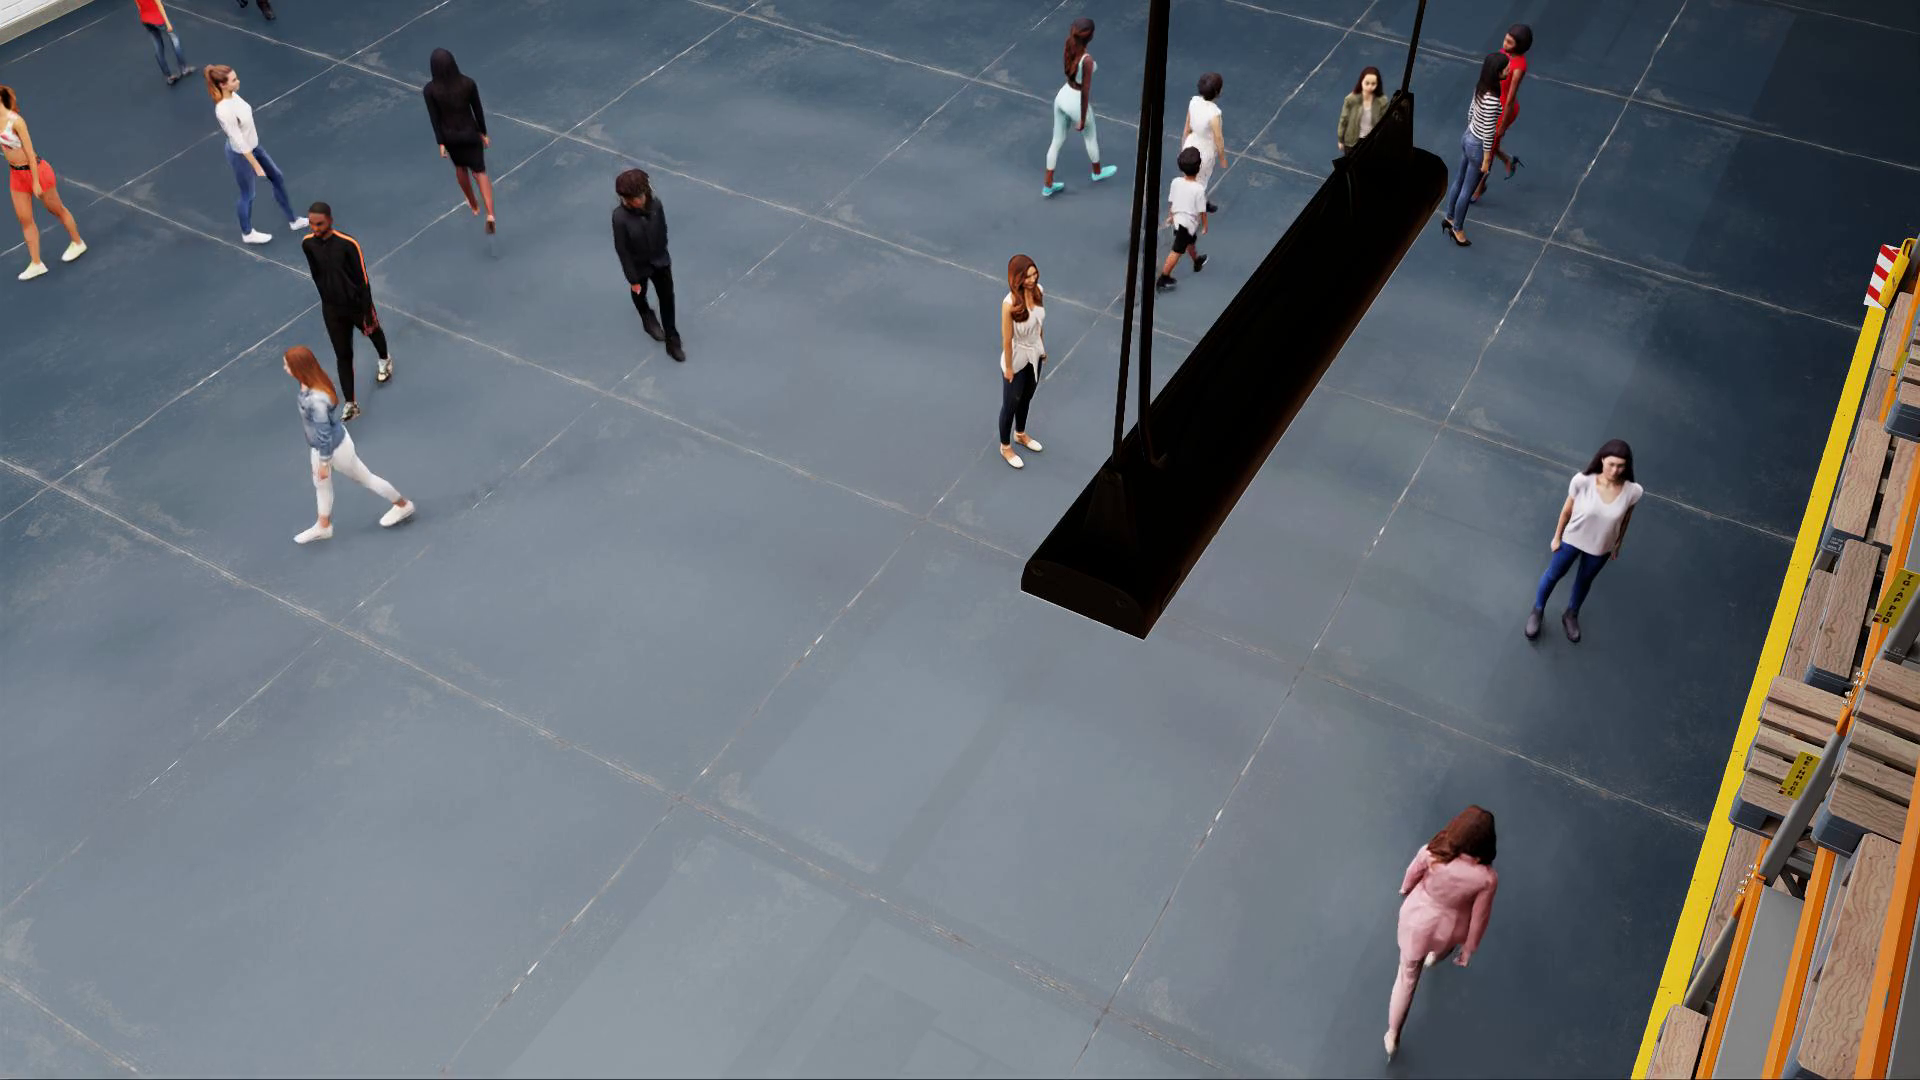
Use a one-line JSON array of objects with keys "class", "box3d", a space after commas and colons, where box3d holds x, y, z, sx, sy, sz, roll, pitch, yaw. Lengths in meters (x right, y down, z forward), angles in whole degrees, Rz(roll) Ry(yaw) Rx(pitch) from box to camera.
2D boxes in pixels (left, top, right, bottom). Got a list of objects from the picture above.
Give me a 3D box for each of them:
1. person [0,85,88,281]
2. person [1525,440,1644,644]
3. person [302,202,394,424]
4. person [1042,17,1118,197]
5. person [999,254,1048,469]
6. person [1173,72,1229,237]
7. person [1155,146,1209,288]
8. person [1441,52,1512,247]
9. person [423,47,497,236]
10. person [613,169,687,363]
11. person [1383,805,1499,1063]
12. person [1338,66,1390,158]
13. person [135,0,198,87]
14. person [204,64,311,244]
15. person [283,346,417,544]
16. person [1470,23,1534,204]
[{"class": "person", "box3d": [-7.904, -3.169, 14.268, 0.689, 1.769, 0.958, 15, 46, 16]}, {"class": "person", "box3d": [4.134, 0.010, 10.993, 0.661, 1.684, 0.633, 8, 44, 8]}, {"class": "person", "box3d": [-4.704, -1.874, 12.917, 1.013, 1.758, 1.261, 1, 44, 1]}, {"class": "person", "box3d": [0.960, -3.883, 15.080, 1.095, 1.684, 0.847, -28, 50, -26]}, {"class": "person", "box3d": [0.445, -1.351, 12.349, 0.683, 1.785, 0.523, 31, 52, 28]}, {"class": "person", "box3d": [2.053, -3.352, 14.631, 0.919, 1.532, 0.805, -20, 47, -20]}, {"class": "person", "box3d": [1.890, -2.701, 14.172, 0.935, 1.224, 0.681, -30, 51, -27]}, {"class": "person", "box3d": [4.498, -3.408, 14.499, 0.716, 1.796, 0.602, -2, 44, -2]}, {"class": "person", "box3d": [-4.368, -3.479, 14.650, 1.112, 1.691, 1.096, -16, 46, -16]}, {"class": "person", "box3d": [-2.547, -2.298, 13.392, 0.992, 1.717, 0.964, -29, 51, -27]}, {"class": "person", "box3d": [2.466, 2.100, 8.753, 0.700, 1.748, 1.150, 17, 46, 17]}, {"class": "person", "box3d": [3.620, -3.585, 14.939, 0.789, 1.445, 1.070, 9, 44, 9]}, {"class": "person", "box3d": [-8.143, -5.191, 16.732, 0.592, 1.298, 0.674, 10, 44, 10]}, {"class": "person", "box3d": [-6.318, -3.332, 14.494, 0.990, 1.695, 0.955, -6, 44, -7]}, {"class": "person", "box3d": [-4.323, -0.681, 11.736, 1.188, 1.659, 0.995, -20, 47, -20]}, {"class": "person", "box3d": [4.924, -3.842, 15.002, 0.906, 1.732, 0.853, -10, 44, -10]}]
